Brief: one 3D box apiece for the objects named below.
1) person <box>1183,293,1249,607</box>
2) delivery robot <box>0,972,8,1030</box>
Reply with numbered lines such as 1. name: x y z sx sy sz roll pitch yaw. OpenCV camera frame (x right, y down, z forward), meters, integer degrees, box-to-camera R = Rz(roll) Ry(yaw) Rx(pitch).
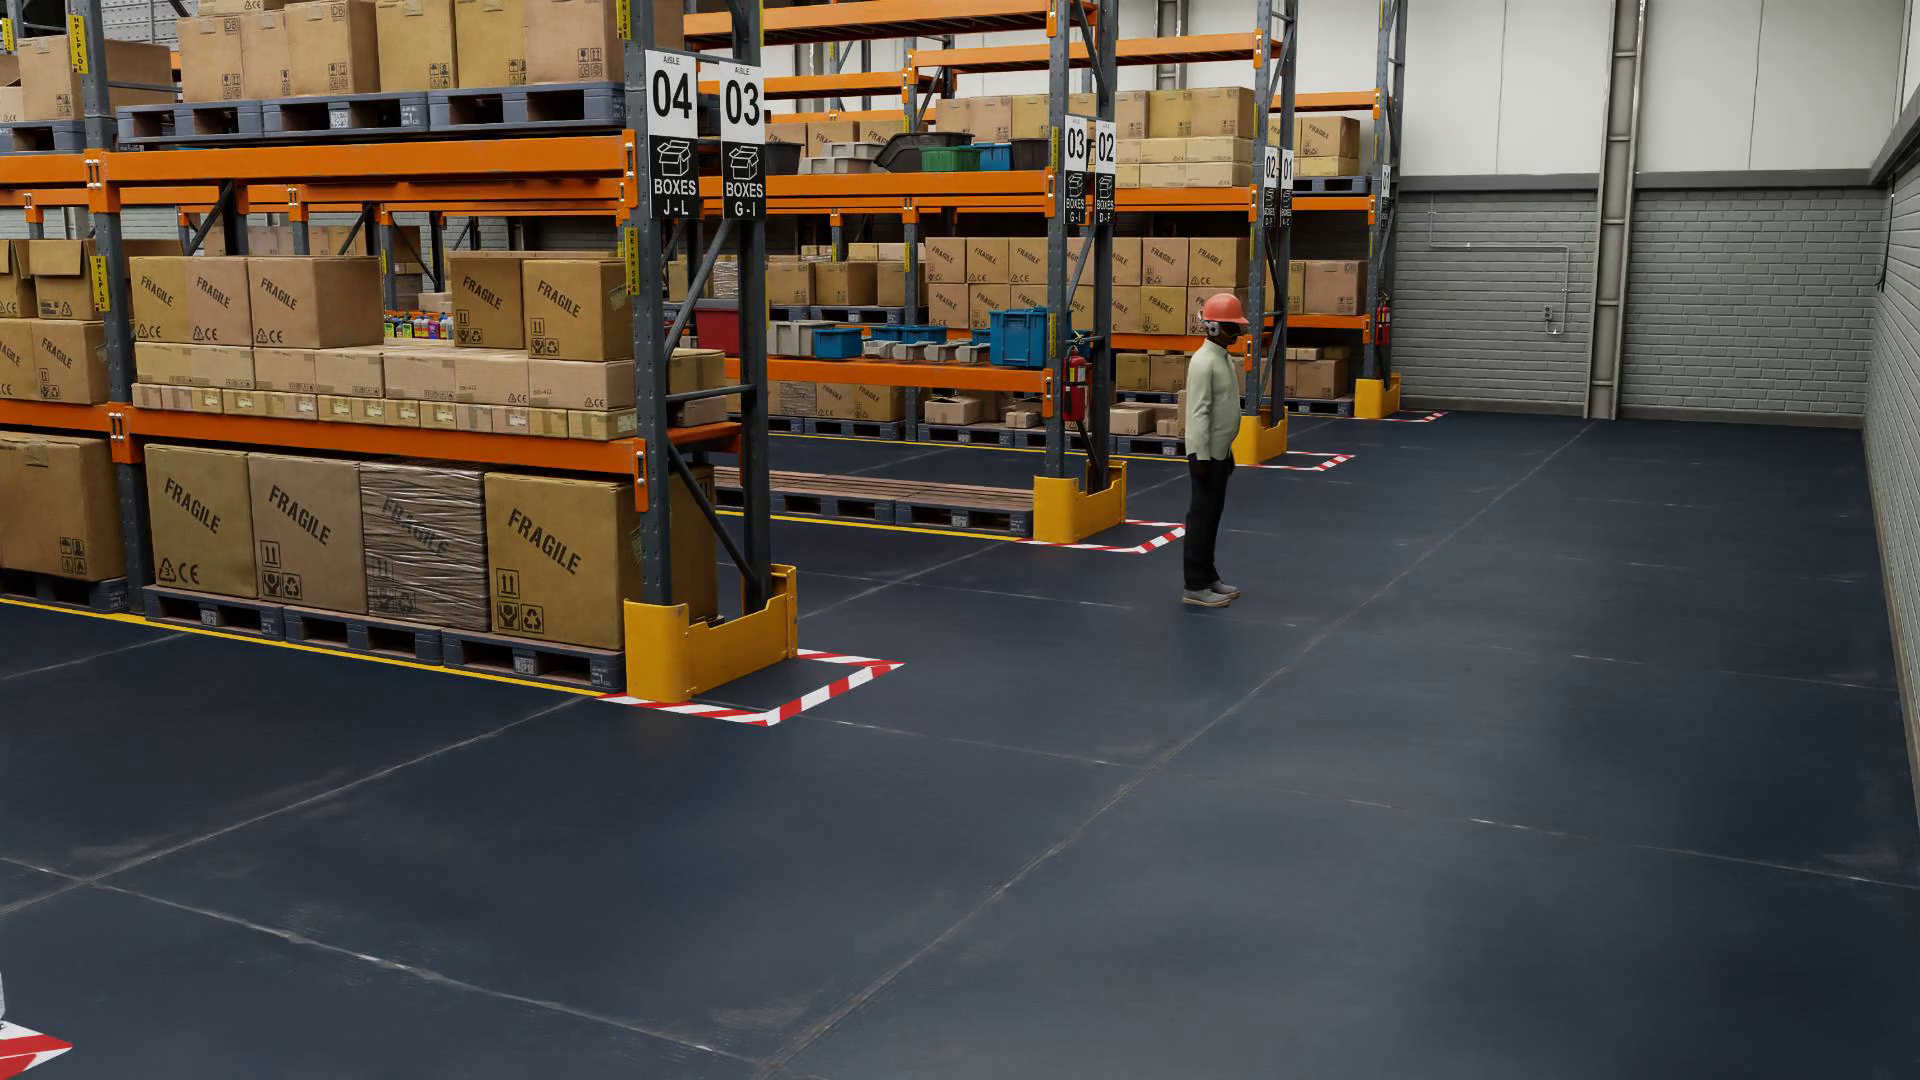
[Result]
1. person: 1.627 -0.572 10.613 0.402 1.988 0.613 4 11 22
2. delivery robot: -2.872 1.256 4.293 0.707 0.478 0.477 -7 12 -33
